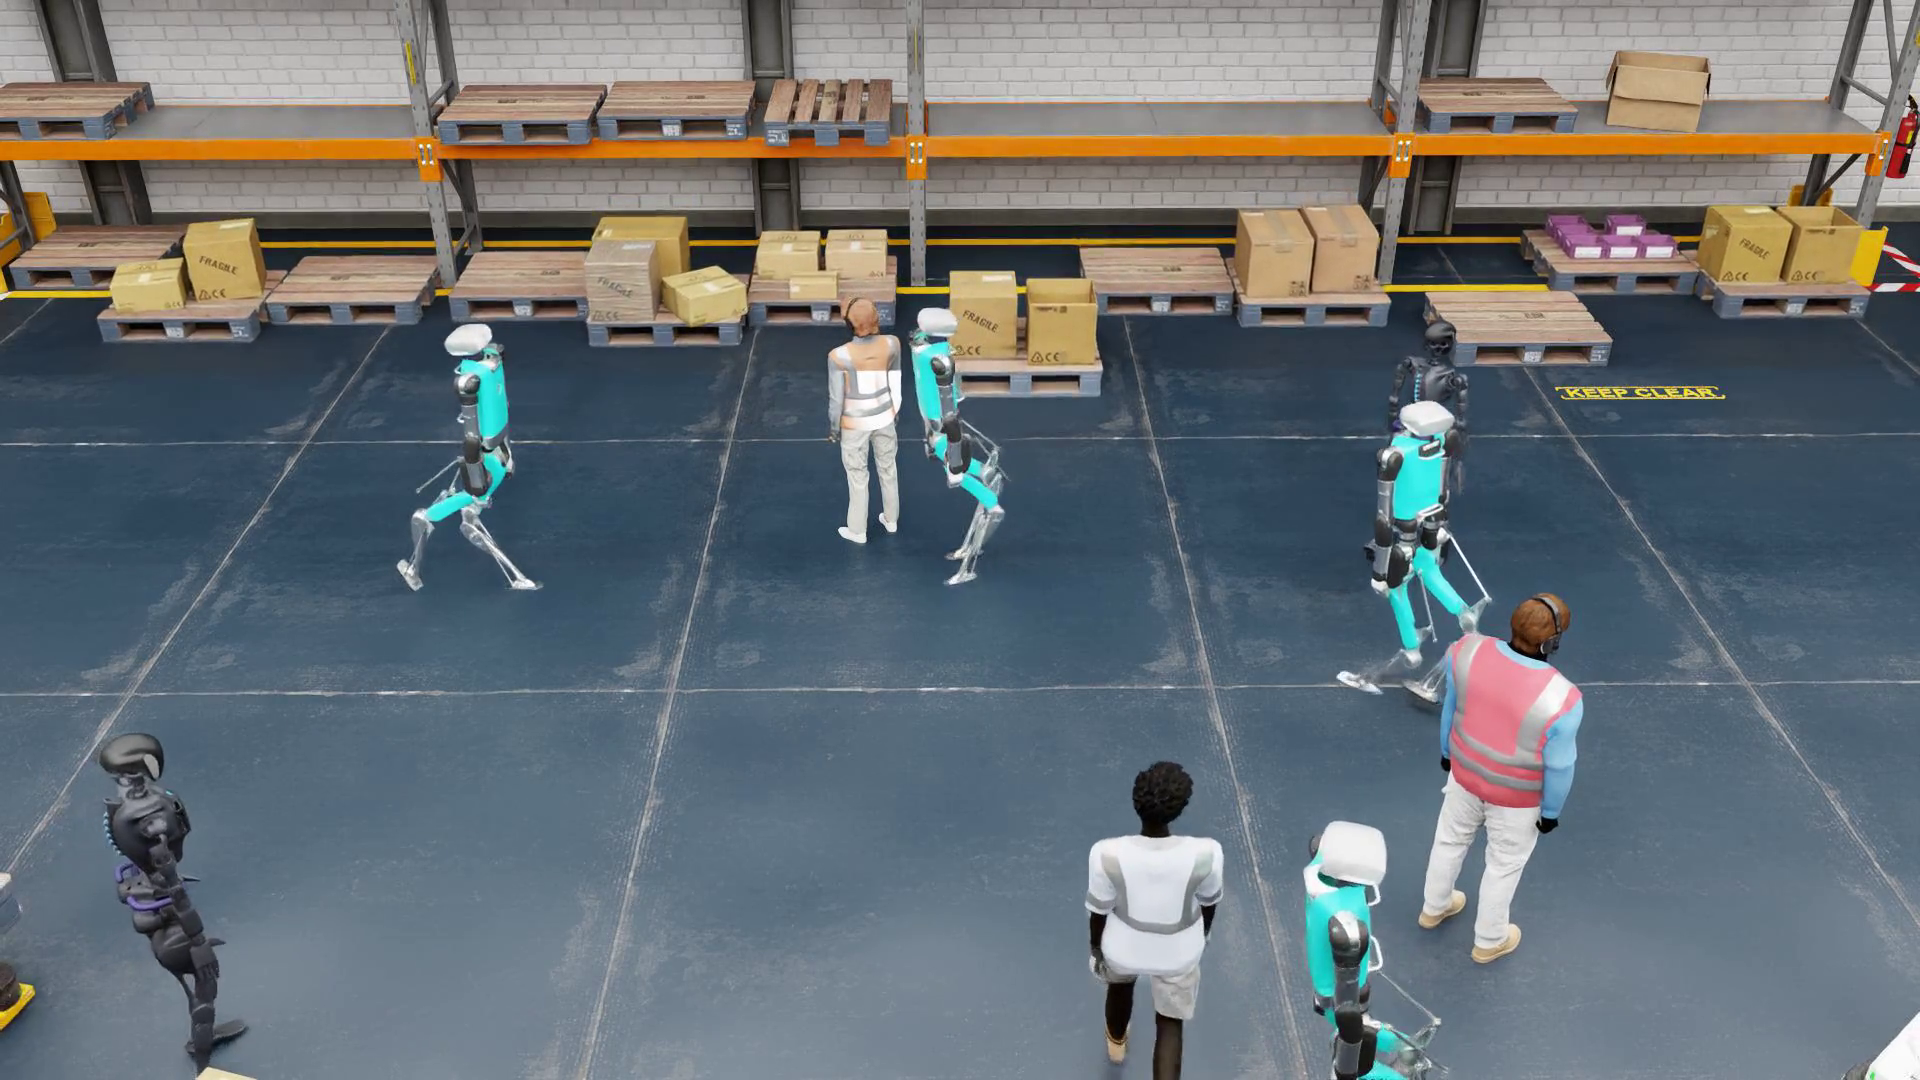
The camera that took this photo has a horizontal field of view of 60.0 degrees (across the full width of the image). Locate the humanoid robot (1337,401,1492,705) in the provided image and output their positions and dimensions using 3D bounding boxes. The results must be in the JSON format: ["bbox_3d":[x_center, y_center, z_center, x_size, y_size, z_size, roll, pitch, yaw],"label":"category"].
[{"bbox_3d":[2.458,0.163,8.717,0.539,1.765,0.910,-20,36,-30],"label":"humanoid robot"}]

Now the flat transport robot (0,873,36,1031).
[{"bbox_3d":[-4.795,2.001,7.079,1.431,0.231,0.659,7,32,11],"label":"flat transport robot"}]

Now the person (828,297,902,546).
[{"bbox_3d":[-0.579,-0.732,10.298,0.510,1.639,0.306,-18,36,-28],"label":"person"}]

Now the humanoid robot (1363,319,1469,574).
[{"bbox_3d":[2.718,-0.512,9.888,0.461,1.646,0.600,-21,37,-31],"label":"humanoid robot"}]

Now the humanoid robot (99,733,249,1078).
[{"bbox_3d":[-3.148,1.458,6.618,0.342,1.647,0.599,-22,38,-32],"label":"humanoid robot"}]

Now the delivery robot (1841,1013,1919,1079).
[{"bbox_3d":[3.881,2.115,6.589,0.756,0.571,0.499,-23,38,-33],"label":"delivery robot"}]

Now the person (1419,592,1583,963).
[{"bbox_3d":[2.341,1.022,7.197,0.431,1.837,0.630,-24,39,-34],"label":"person"}]

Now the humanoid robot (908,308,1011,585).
[{"bbox_3d":[0.069,-0.568,9.926,0.745,1.785,0.533,-10,32,-17],"label":"humanoid robot"}]

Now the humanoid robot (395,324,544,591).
[{"bbox_3d":[-3.034,-0.441,9.740,0.970,1.769,0.539,4,31,6],"label":"humanoid robot"}]

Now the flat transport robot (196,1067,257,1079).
[{"bbox_3d":[-2.258,2.863,5.644,1.431,0.231,0.659,8,32,14],"label":"flat transport robot"}]

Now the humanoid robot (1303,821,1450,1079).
[{"bbox_3d":[1.556,1.759,6.047,0.753,1.788,0.545,0,31,1],"label":"humanoid robot"}]

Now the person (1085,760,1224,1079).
[{"bbox_3d":[0.732,1.591,6.404,0.520,1.660,0.768,5,31,7],"label":"person"}]
